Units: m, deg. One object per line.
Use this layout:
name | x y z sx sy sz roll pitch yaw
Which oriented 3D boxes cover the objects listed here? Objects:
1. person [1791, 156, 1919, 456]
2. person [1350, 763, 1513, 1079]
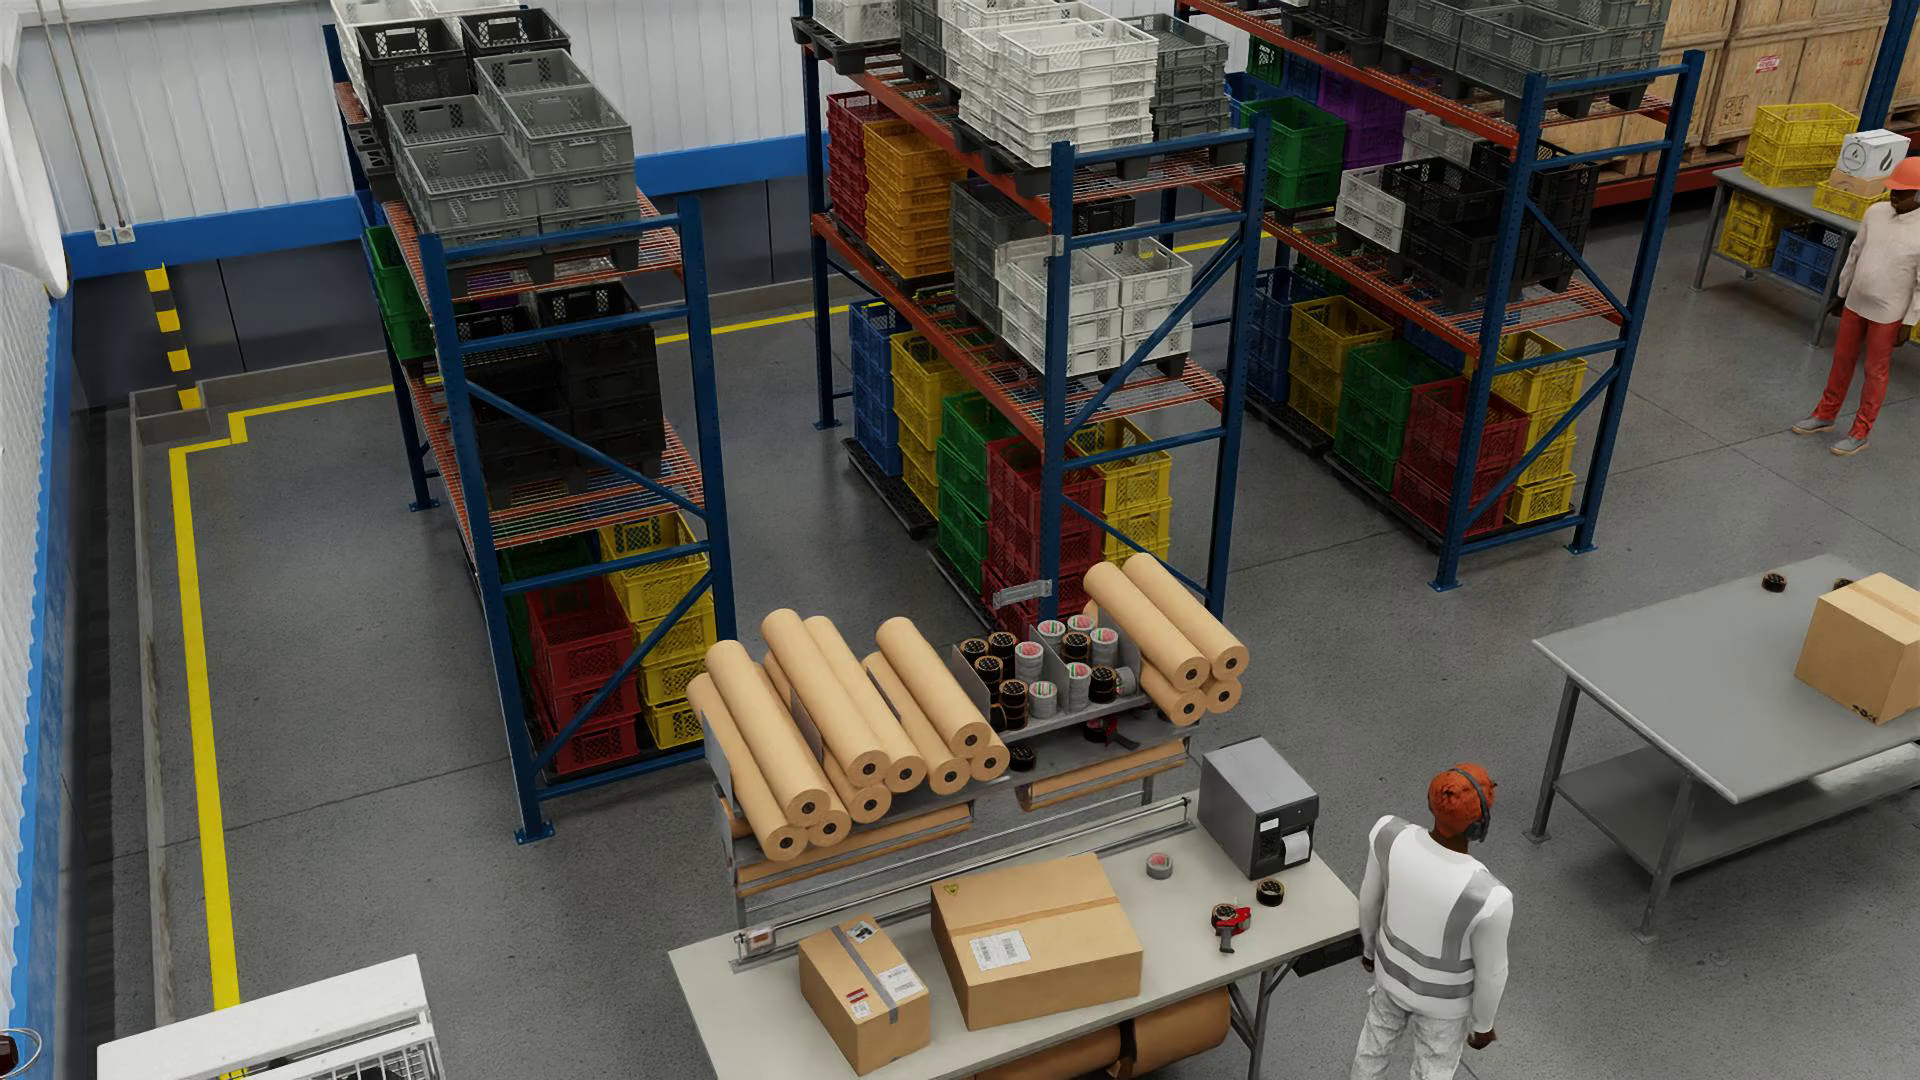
person | 5.931 -1.513 10.783 0.383 1.992 0.622 -12 34 -19
person | 1.654 1.560 5.899 0.356 1.882 0.574 -24 39 -34
